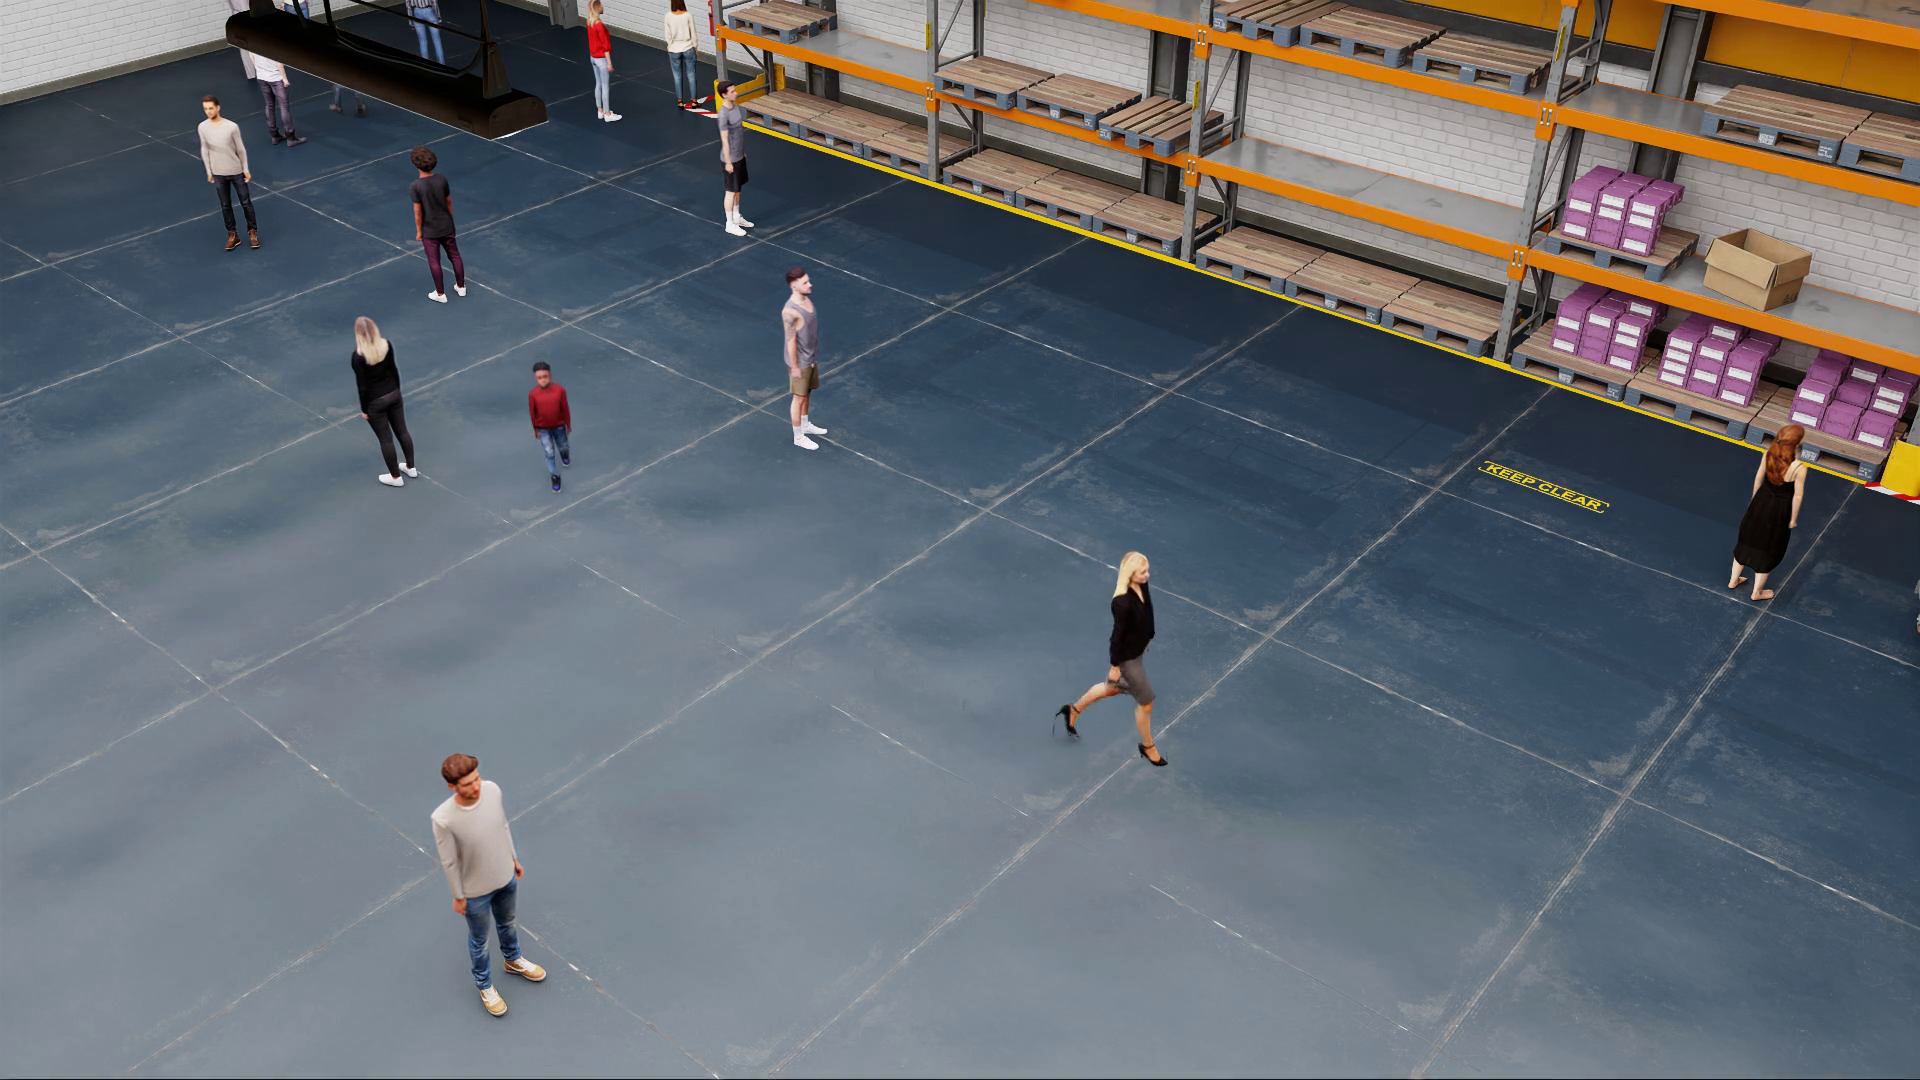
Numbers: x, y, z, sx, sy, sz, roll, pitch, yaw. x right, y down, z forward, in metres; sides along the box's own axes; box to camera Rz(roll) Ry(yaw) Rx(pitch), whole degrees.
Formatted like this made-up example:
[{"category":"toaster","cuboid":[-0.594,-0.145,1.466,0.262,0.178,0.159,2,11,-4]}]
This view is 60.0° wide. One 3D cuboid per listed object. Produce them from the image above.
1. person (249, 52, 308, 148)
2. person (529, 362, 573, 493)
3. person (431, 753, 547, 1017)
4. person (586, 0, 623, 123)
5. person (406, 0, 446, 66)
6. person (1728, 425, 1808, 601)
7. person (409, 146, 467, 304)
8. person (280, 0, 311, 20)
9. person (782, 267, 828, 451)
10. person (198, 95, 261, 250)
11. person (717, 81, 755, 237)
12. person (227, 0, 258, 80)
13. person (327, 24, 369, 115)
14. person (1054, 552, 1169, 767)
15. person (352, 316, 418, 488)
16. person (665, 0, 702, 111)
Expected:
[{"category":"person","cuboid":[-9.417,-6.311,22.724,0.620,1.832,0.780,14,36,20]},{"category":"person","cuboid":[-3.794,-1.100,15.419,0.743,1.240,0.861,-9,35,-13]},{"category":"person","cuboid":[-2.895,2.040,10.095,0.598,1.905,0.668,21,39,28]},{"category":"person","cuboid":[-5.099,-6.807,23.585,0.710,1.705,0.504,-25,41,-32]},{"category":"person","cuboid":[-8.039,-7.812,25.016,0.715,1.794,0.755,-6,34,-8]},{"category":"person","cuboid":[6.717,-0.246,13.788,0.697,1.624,0.590,-20,38,-27]},{"category":"person","cuboid":[-5.856,-3.534,18.589,0.648,1.784,0.601,-28,42,-35]},{"category":"person","cuboid":[-10.379,-8.389,25.977,0.667,1.692,0.626,-22,39,-29]},{"category":"person","cuboid":[-1.514,-1.763,15.932,0.728,1.847,0.717,8,34,12]},{"category":"person","cuboid":[-8.711,-4.391,19.804,0.739,1.867,0.785,-5,34,-7]},{"category":"person","cuboid":[-2.770,-4.671,20.222,0.700,1.871,0.733,8,35,12]},{"category":"person","cuboid":[-10.785,-7.836,25.106,0.614,1.735,0.760,11,35,16]},{"category":"person","cuboid":[-8.808,-6.707,23.809,0.961,1.290,0.663,16,37,22]},{"category":"person","cuboid":[1.122,0.846,11.980,1.209,1.807,0.845,13,36,19]},{"category":"person","cuboid":[-5.304,-1.275,15.281,0.551,1.685,0.617,21,39,29]},{"category":"person","cuboid":[-4.004,-7.058,23.983,0.674,1.683,0.757,1,34,1]}]
